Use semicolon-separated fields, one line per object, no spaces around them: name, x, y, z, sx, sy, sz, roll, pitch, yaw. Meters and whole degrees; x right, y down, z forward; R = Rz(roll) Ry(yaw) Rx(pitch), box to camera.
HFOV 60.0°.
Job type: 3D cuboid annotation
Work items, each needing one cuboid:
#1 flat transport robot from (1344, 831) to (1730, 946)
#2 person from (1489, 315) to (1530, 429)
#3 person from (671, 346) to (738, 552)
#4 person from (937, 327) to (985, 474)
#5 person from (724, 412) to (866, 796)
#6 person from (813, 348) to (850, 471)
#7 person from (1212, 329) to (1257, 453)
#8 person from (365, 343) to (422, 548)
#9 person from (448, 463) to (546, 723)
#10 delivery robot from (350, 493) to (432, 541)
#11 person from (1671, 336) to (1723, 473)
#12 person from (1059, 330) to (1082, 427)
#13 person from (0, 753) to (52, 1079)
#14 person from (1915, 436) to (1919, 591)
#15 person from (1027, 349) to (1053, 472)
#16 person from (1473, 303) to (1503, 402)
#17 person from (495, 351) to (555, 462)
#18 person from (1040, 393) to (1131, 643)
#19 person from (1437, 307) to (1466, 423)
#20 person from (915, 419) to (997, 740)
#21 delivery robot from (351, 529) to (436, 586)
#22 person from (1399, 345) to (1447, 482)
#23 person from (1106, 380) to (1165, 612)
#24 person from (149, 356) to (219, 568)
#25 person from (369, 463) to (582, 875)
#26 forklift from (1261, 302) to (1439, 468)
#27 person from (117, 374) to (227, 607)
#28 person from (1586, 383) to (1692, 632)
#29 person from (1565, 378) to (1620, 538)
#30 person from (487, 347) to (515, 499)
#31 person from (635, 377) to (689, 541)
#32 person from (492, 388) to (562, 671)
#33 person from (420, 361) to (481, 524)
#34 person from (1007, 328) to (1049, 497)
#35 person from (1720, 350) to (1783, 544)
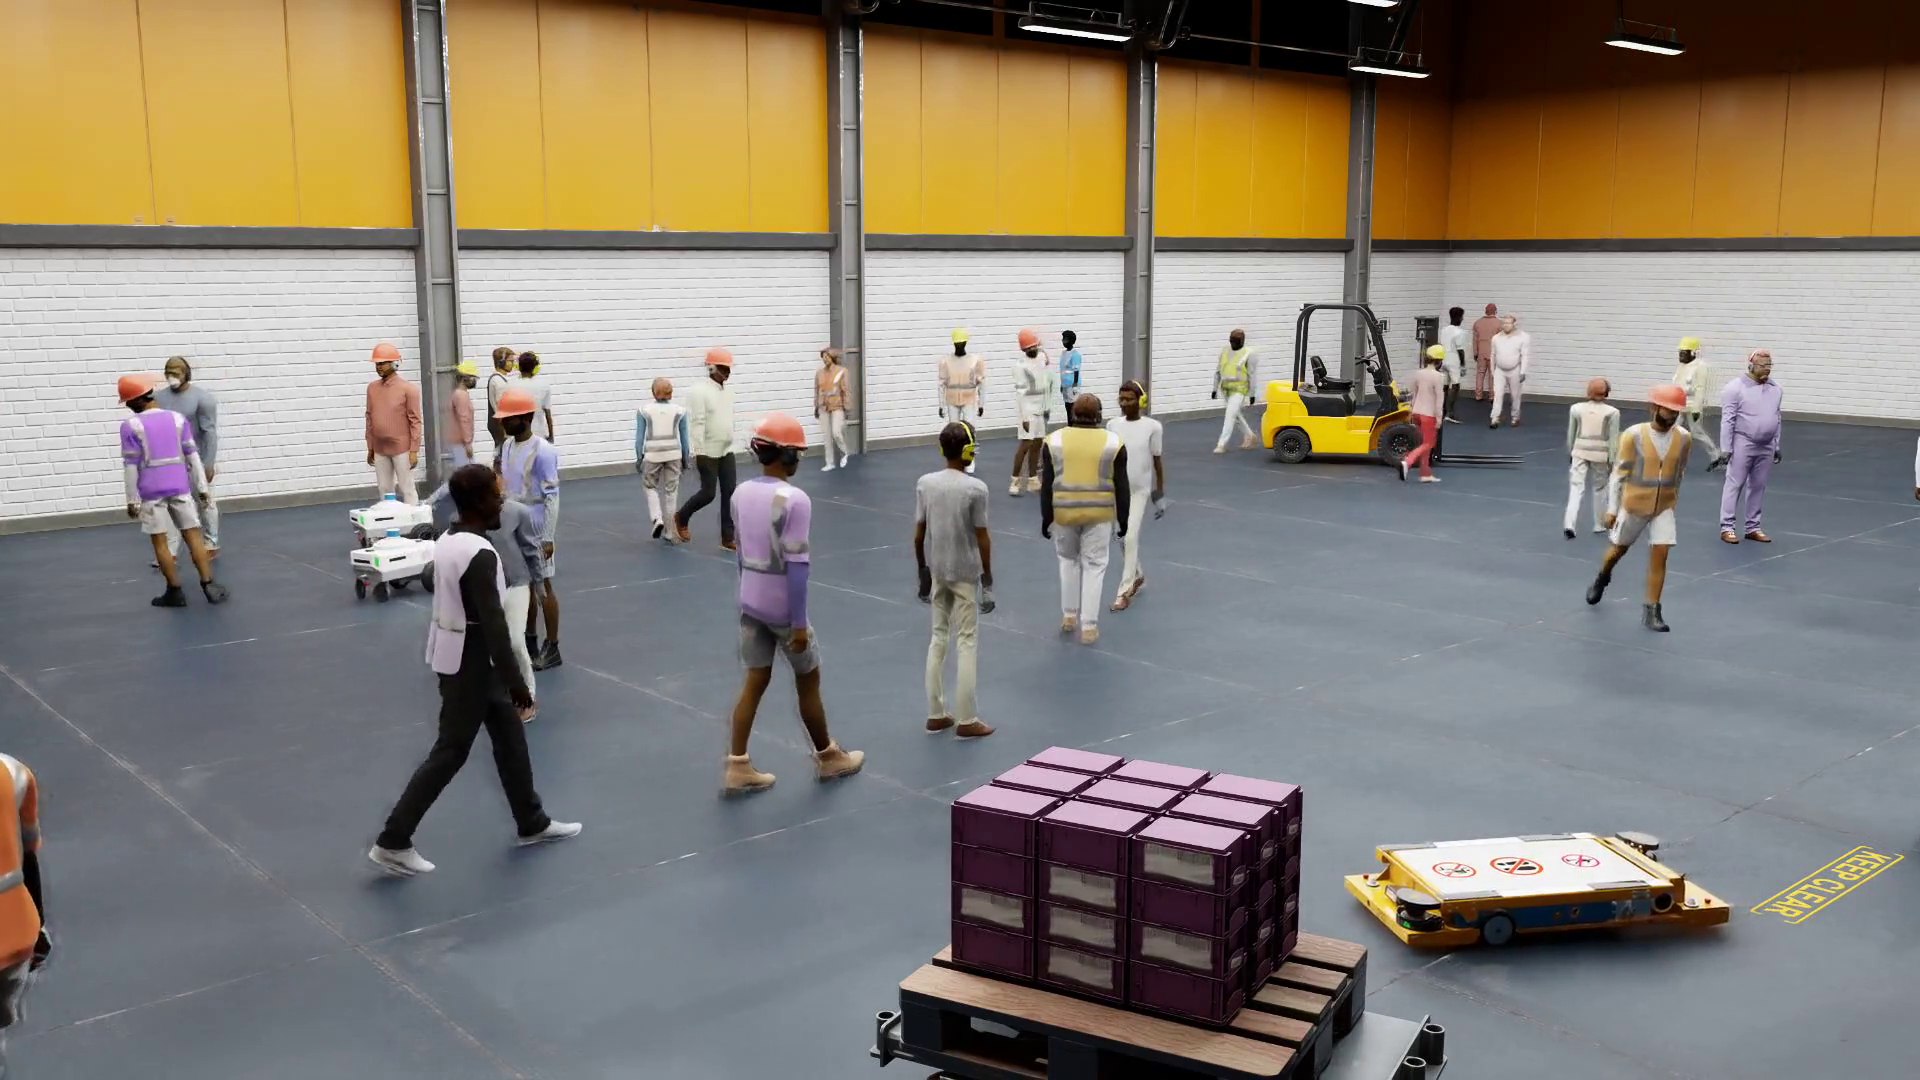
flat transport robot;2.448;1.476;7.115;1.431;0.197;0.652;-2;10;-10
person;9.002;-2.763;27.305;0.638;1.858;0.999;5;11;29
person;-2.401;-0.866;15.884;0.743;1.971;0.615;6;12;33
person;0.009;-1.774;21.362;0.597;1.913;0.457;1;10;7
person;-0.924;0.330;8.761;0.631;2.004;0.865;9;13;44
person;-1.687;-1.706;21.783;0.538;1.625;0.373;5;11;29
person;4.000;-2.151;23.941;0.884;1.797;0.683;-8;13;-40
person;-5.415;-0.879;15.864;0.612;1.995;0.382;4;10;20
person;-2.787;0.313;10.044;0.529;1.588;0.511;0;10;0
delivery robot;-5.420;-0.203;15.842;0.707;0.478;0.477;-8;12;-37
person;9.505;-1.751;21.553;0.876;1.801;0.598;-2;10;-12
person;1.689;-2.368;25.483;0.321;1.694;0.537;-3;10;-19
person;-2.926;1.177;4.707;0.643;1.677;0.554;2;10;10
person;8.229;-0.463;13.764;0.576;1.880;0.352;8;12;37
person;1.036;-1.675;21.615;0.466;1.624;0.522;8;13;41
person;10.220;-3.609;32.087;0.651;1.912;0.410;9;13;43
person;-4.451;-0.983;16.960;0.625;1.847;0.292;-3;10;-14
person;0.943;-0.187;12.334;0.648;1.814;0.765;2;10;11
person;8.280;-2.973;28.221;0.482;1.966;0.788;-4;11;-23
person;-0.024;0.233;9.743;0.533;1.864;0.308;7;12;34
delivery robot;-4.682;0.151;13.770;0.477;0.478;0.707;5;11;28
person;5.698;-1.540;20.509;0.688;1.739;0.538;-4;11;-23
person;1.386;-0.390;13.477;0.548;1.839;0.868;6;11;31
person;-7.033;-0.693;15.015;0.650;1.905;0.897;2;10;9
person;-2.290;0.582;7.673;0.991;1.881;0.583;-5;11;-27
forklift;5.320;-2.157;22.763;2.313;2.155;1.214;3;10;16
person;-6.361;-0.397;13.363;0.494;1.886;0.679;8;13;40
person;5.242;-0.297;12.810;0.579;1.889;0.954;0;10;1
person;6.327;-0.826;16.686;0.510;1.603;0.830;6;11;31
person;-4.929;-1.165;17.983;0.343;1.844;0.506;-4;10;-20
person;-2.940;-0.797;16.442;0.539;1.624;0.363;-3;10;-16
person;-2.963;-0.071;11.312;0.551;1.932;0.378;9;13;41
person;-5.250;-0.985;17.266;0.680;1.725;0.567;-2;10;-14
person;0.847;-1.499;19.564;0.397;1.990;0.704;6;11;31
person;7.785;-0.913;16.328;0.653;1.904;0.405;-2;10;-12
